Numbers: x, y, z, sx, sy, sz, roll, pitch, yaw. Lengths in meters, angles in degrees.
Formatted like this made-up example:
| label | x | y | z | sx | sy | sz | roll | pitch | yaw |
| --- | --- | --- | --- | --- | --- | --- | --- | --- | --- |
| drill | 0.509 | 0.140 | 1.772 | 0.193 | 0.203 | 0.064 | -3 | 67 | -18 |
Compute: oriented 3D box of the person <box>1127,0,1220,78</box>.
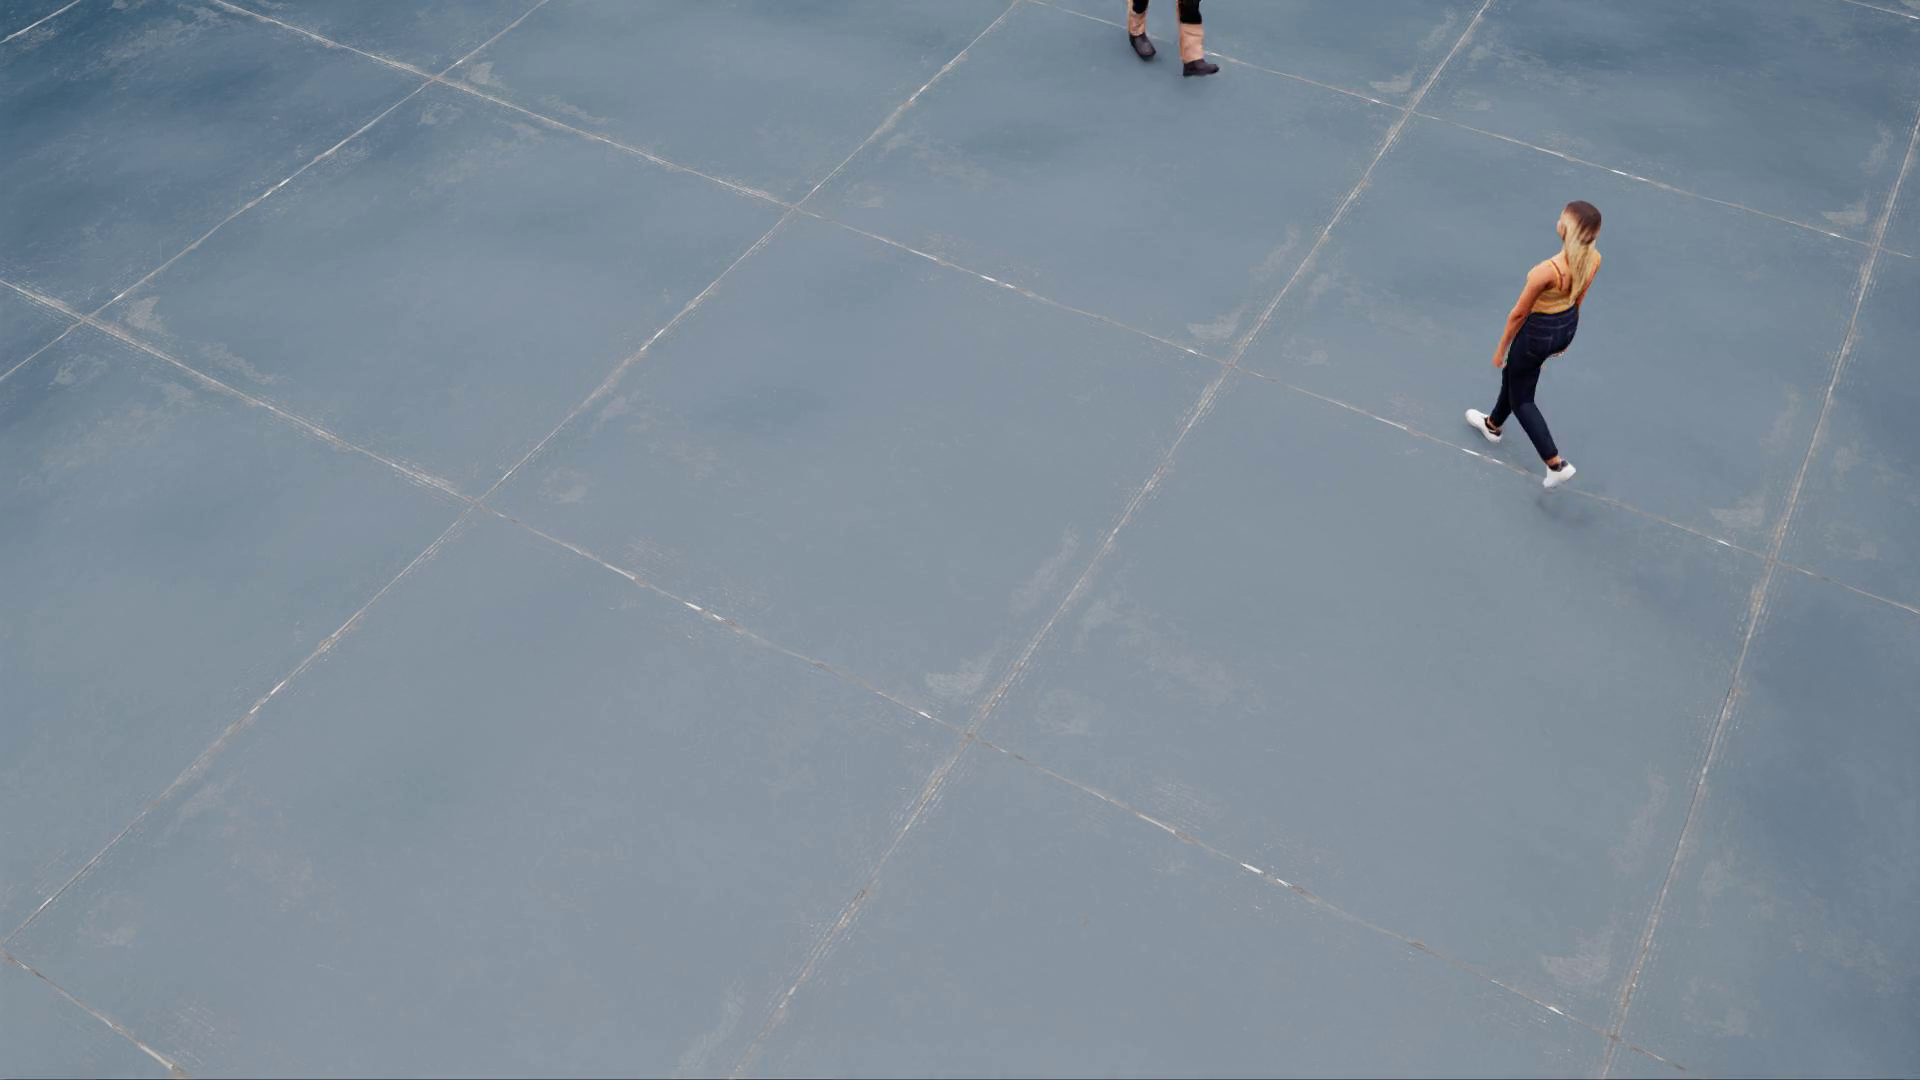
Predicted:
| label | x | y | z | sx | sy | sz | roll | pitch | yaw |
| --- | --- | --- | --- | --- | --- | --- | --- | --- | --- |
| person | 1.317 | -4.054 | 11.031 | 1.110 | 1.887 | 1.265 | -21 | 51 | -18 |

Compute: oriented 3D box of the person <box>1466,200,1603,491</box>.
| label | x | y | z | sx | sy | sz | roll | pitch | yaw |
| --- | --- | --- | --- | --- | --- | --- | --- | --- | --- |
| person | 2.962 | -0.948 | 8.351 | 0.927 | 1.605 | 1.108 | -21 | 51 | -18 |
